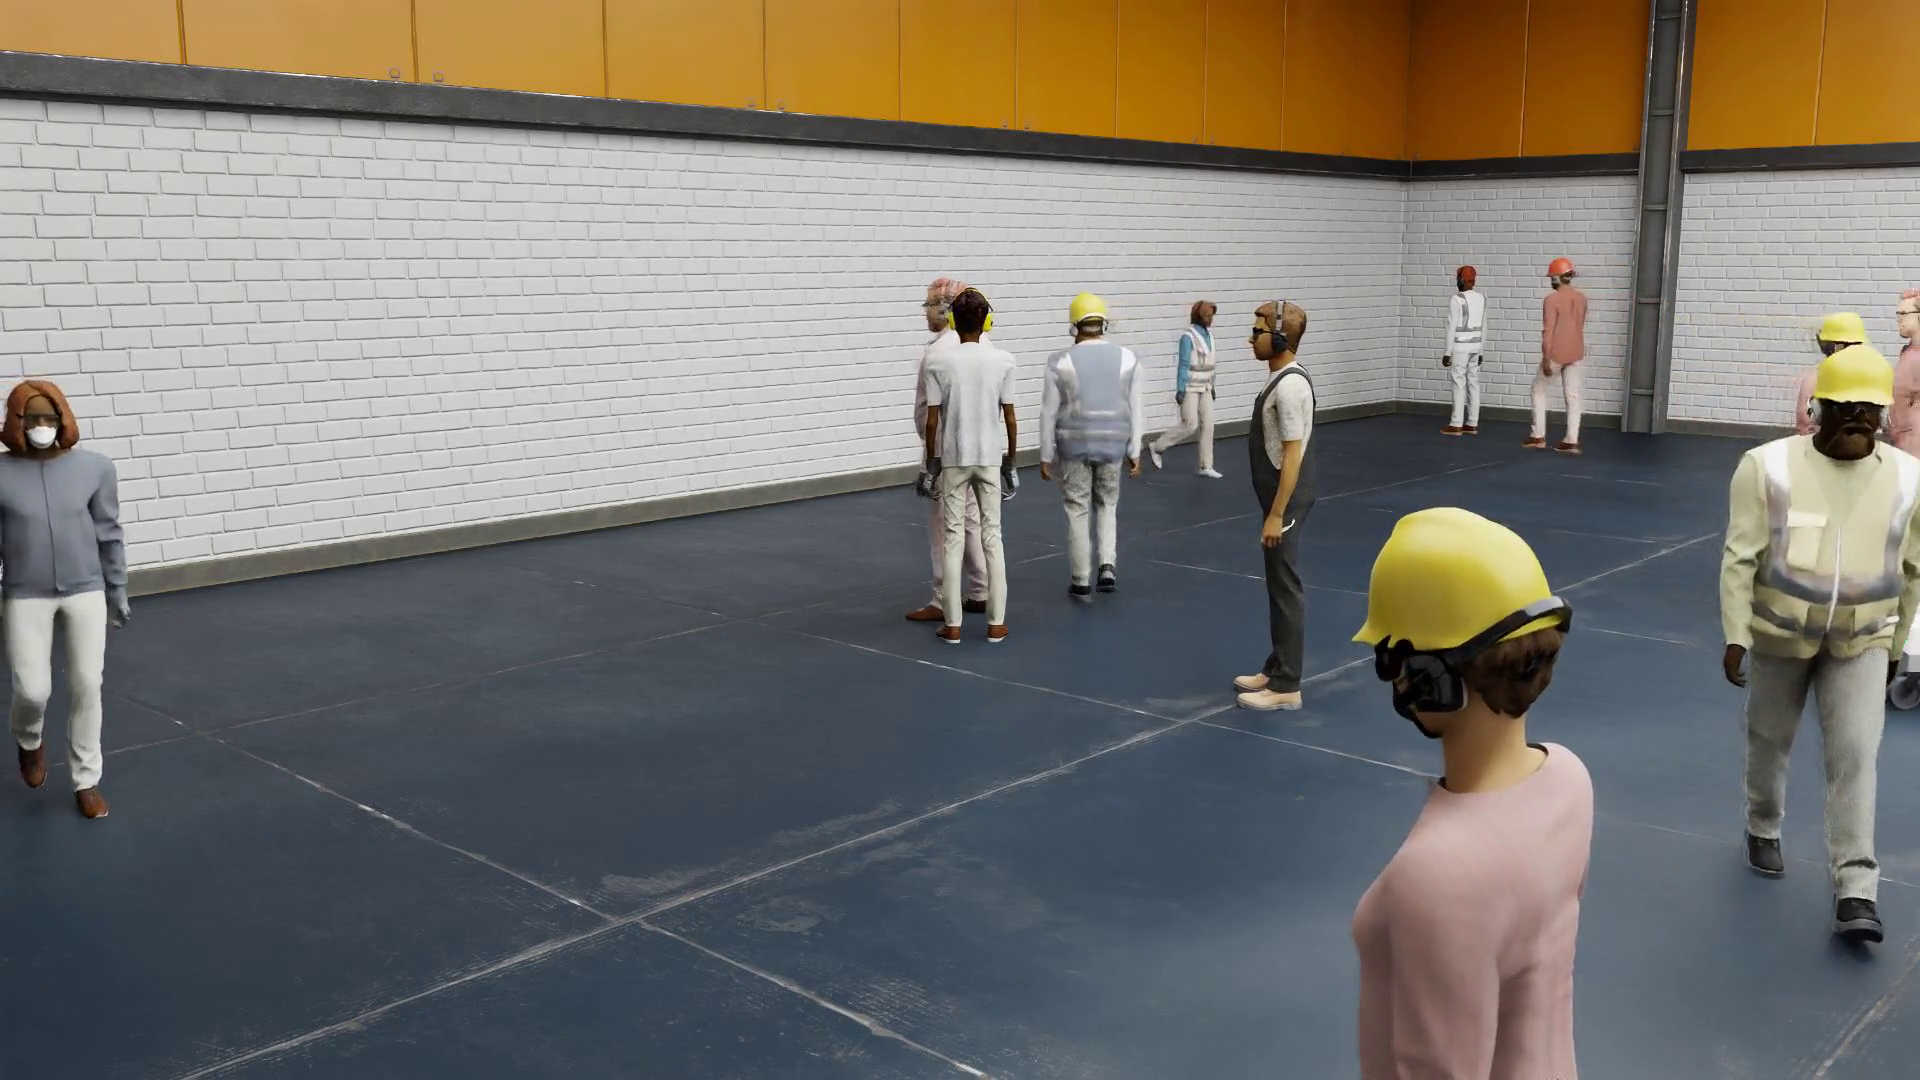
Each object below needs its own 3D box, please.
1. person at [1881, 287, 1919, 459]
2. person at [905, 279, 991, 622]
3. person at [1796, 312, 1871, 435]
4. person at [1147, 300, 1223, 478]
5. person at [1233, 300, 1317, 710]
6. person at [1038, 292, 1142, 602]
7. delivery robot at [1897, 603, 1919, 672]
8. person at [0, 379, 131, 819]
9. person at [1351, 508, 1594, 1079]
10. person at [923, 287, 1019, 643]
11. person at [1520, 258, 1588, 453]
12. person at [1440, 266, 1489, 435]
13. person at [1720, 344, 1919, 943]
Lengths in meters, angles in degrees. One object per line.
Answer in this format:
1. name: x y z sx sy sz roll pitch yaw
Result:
1. person: 5.678 -0.549 9.756 0.981 1.860 0.647 4 11 21
2. person: -0.046 -0.473 9.262 0.454 1.928 0.670 4 11 24
3. person: 4.711 -0.396 9.212 0.533 1.741 0.809 -7 12 -34
4. person: 2.077 -1.373 15.107 0.609 1.615 0.543 8 13 38
5. person: 1.431 -0.152 7.501 0.344 1.847 0.507 2 10 10
6. person: 0.754 -0.537 9.757 0.613 1.816 0.429 -2 10 -10
7. delivery robot: 4.529 0.429 7.601 0.707 0.478 0.477 0 10 -3
8. person: -3.335 0.210 6.103 0.499 1.618 0.449 -8 13 -38
9. person: 0.627 0.834 2.130 0.329 1.763 0.523 7 12 34
10. person: 0.058 -0.384 8.754 0.512 1.872 0.328 -1 10 -5
11. person: 6.107 -1.887 17.035 0.632 1.966 0.747 -4 11 -23
12. person: 5.628 -2.106 18.531 0.568 1.882 0.338 -6 12 -32
13. person: 2.677 0.289 5.181 0.594 1.784 0.942 3 10 18
